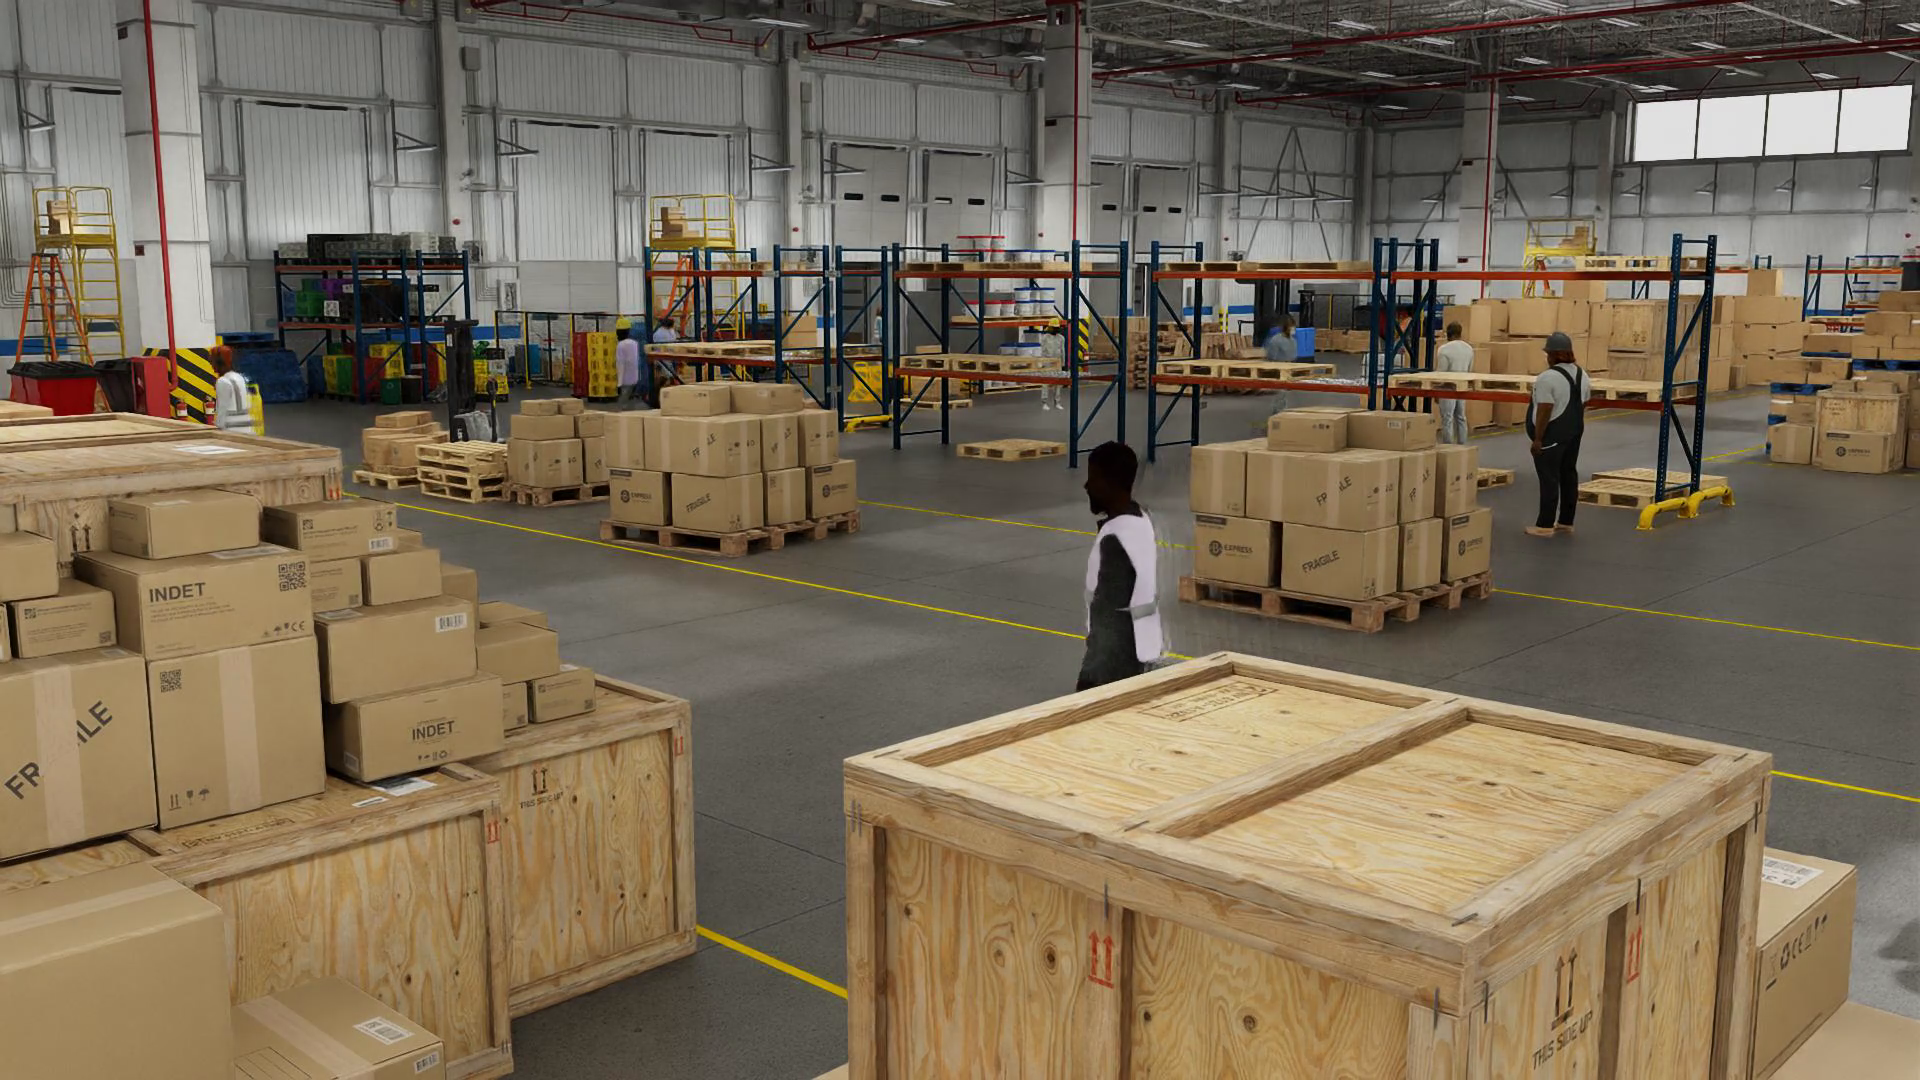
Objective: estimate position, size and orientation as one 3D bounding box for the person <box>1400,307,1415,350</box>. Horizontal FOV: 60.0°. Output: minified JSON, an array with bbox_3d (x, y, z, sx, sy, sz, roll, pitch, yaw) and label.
[{"bbox_3d":[11.842,-5.278,43.639,0.859,1.643,0.553,-3,10,-18],"label":"person"}]

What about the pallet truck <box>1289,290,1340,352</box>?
[{"bbox_3d":[11.297,-6.951,52.861,1.885,1.965,0.823,-5,11,-29],"label":"pallet truck"}]

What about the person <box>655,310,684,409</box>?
[{"bbox_3d":[-5.453,-3.395,31.403,0.988,1.882,0.550,2,10,14],"label":"person"}]

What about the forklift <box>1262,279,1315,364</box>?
[{"bbox_3d":[8.555,-6.090,44.881,1.873,2.768,1.129,9,13,43],"label":"forklift"}]

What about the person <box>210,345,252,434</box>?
[{"bbox_3d":[-7.567,-1.076,17.249,0.461,1.871,0.596,-2,9,-11],"label":"person"}]

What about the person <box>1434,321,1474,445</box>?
[{"bbox_3d":[6.864,-2.066,23.140,0.623,1.932,0.368,-5,11,-30],"label":"person"}]

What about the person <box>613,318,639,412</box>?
[{"bbox_3d":[-5.093,-2.465,25.637,0.642,1.905,0.597,2,9,10],"label":"person"}]

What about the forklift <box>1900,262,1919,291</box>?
[{"bbox_3d":[22.622,-5.232,39.622,1.873,2.768,1.129,9,13,43],"label":"forklift"}]

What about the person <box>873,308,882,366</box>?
[{"bbox_3d":[-2.150,-5.380,44.365,0.314,1.628,0.524,-1,9,-8],"label":"person"}]

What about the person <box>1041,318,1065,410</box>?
[{"bbox_3d":[1.759,-3.316,31.378,0.485,1.739,0.320,-3,10,-19],"label":"person"}]

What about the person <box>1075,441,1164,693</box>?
[{"bbox_3d":[0.681,0.513,7.383,0.439,1.904,0.604,2,9,10],"label":"person"}]

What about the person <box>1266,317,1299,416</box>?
[{"bbox_3d":[5.055,-2.513,25.894,0.639,1.916,0.553,-9,13,-43],"label":"person"}]

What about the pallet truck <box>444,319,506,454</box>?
[{"bbox_3d":[-6.981,-1.942,22.150,1.885,1.965,0.823,1,9,9],"label":"pallet truck"}]

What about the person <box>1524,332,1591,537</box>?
[{"bbox_3d":[5.903,-1.055,16.581,0.681,2.000,0.536,-6,11,-31],"label":"person"}]
